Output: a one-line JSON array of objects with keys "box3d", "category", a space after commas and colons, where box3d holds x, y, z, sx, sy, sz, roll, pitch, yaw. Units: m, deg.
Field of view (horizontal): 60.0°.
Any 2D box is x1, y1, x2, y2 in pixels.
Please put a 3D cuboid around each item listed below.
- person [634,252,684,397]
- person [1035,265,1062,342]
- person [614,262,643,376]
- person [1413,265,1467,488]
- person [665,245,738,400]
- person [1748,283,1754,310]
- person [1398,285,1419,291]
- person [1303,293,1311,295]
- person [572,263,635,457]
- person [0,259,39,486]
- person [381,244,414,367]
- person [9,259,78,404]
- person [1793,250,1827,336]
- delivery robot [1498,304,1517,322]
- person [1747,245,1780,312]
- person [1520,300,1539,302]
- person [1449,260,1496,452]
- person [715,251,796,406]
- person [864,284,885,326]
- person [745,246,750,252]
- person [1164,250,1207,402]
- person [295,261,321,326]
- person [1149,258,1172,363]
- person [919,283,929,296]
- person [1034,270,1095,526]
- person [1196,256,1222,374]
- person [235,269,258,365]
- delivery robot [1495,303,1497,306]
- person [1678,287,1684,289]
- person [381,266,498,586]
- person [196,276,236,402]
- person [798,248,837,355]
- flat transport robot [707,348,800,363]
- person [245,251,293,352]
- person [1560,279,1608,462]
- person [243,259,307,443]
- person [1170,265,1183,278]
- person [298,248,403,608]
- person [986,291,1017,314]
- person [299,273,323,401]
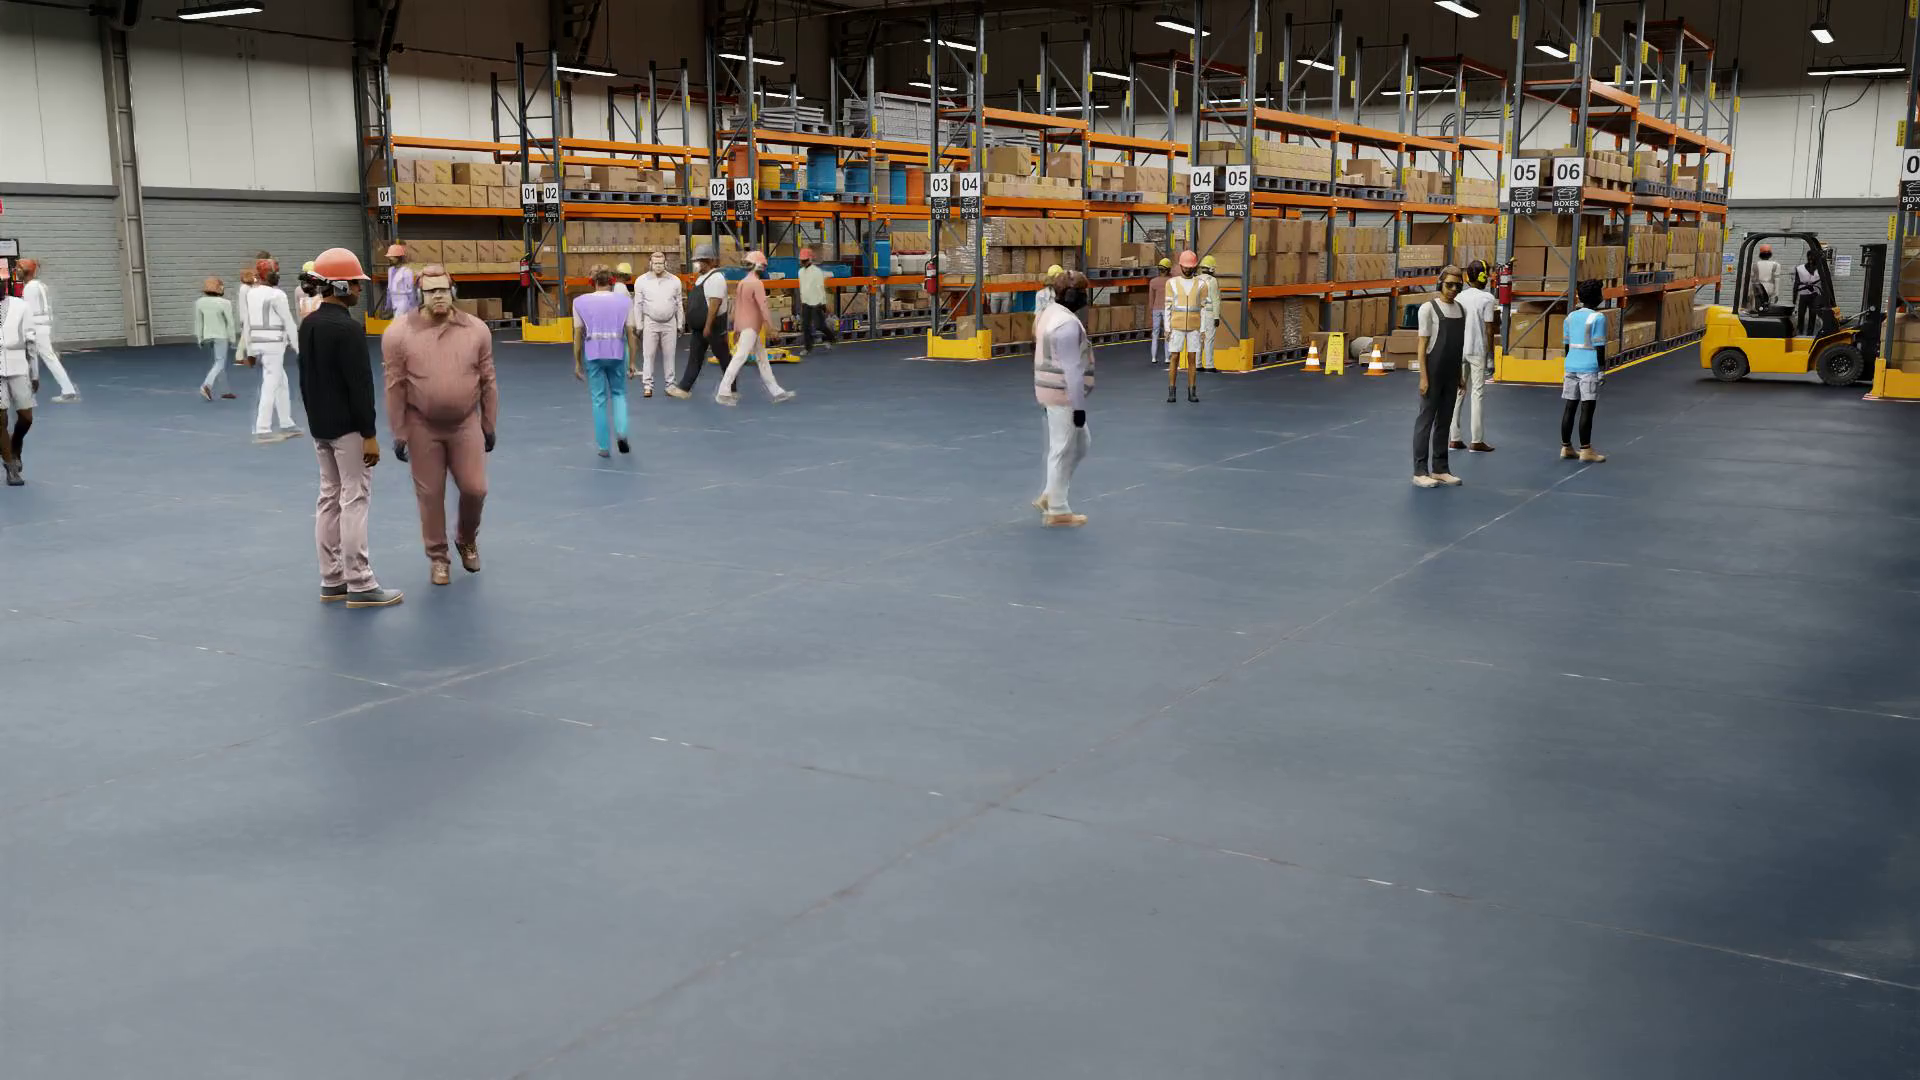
[{"box3d": [-3.958, -2.831, 21.930, 0.651, 1.904, 0.401, -4, 11, -19], "category": "person"}, {"box3d": [1.221, -2.690, 21.589, 0.492, 1.742, 0.323, 1, 10, 7], "category": "person"}, {"box3d": [-5.219, -3.358, 25.331, 0.741, 1.740, 0.528, -4, 11, -22], "category": "person"}, {"box3d": [4.017, -1.358, 13.861, 0.506, 1.841, 0.346, -6, 12, -29], "category": "person"}, {"box3d": [-3.310, -2.787, 21.300, 0.978, 2.000, 0.702, -6, 12, -29], "category": "person"}, {"box3d": [17.825, -5.420, 37.280, 0.543, 1.605, 0.736, -5, 11, -25], "category": "person"}, {"box3d": [10.751, -6.074, 40.083, 0.610, 1.901, 0.603, 7, 12, 35], "category": "person"}, {"box3d": [9.201, -6.659, 44.108, 0.309, 1.641, 0.515, 5, 11, 24], "category": "person"}, {"box3d": [-3.369, -1.693, 15.754, 0.560, 1.832, 0.445, -4, 11, -20], "category": "person"}, {"box3d": [-8.074, -1.426, 14.012, 0.548, 1.919, 0.607, -9, 14, -42], "category": "person"}, {"box3d": [-9.149, -3.864, 27.428, 0.897, 2.020, 0.627, -10, 14, -43], "category": "person"}, {"box3d": [-11.734, -2.629, 21.017, 0.974, 1.829, 0.596, -4, 11, -23], "category": "person"}, {"box3d": [17.454, -4.999, 34.156, 0.609, 1.875, 0.905, 5, 11, 28], "category": "person"}, {"box3d": [13.114, -5.489, 40.334, 0.707, 0.478, 0.477, -1, 10, -8], "category": "delivery robot"}, {"box3d": [17.152, -5.300, 35.520, 0.620, 2.008, 0.967, 3, 11, 18], "category": "person"}, {"box3d": [13.205, -5.794, 38.499, 0.548, 1.903, 0.582, -6, 12, -29], "category": "person"}, {"box3d": [4.988, -1.789, 16.211, 0.335, 1.865, 0.521, -8, 13, -37], "category": "person"}, {"box3d": [-2.609, -2.646, 20.864, 1.095, 1.932, 0.640, -4, 11, -23], "category": "person"}, {"box3d": [-2.016, -5.967, 39.694, 0.594, 1.832, 0.403, 8, 13, 38], "category": "person"}, {"box3d": [-5.413, -6.494, 42.338, 0.603, 1.950, 0.534, 10, 14, 44], "category": "person"}, {"box3d": [2.877, -2.716, 21.204, 0.543, 1.934, 0.362, 0, 10, 0], "category": "person"}, {"box3d": [-8.996, -2.987, 23.181, 0.523, 1.772, 0.302, 3, 11, 16], "category": "person"}, {"box3d": [3.444, -3.864, 28.102, 0.529, 1.768, 0.312, 6, 12, 32], "category": "person"}, {"box3d": [-1.067, -8.269, 53.339, 0.508, 1.575, 0.881, -2, 10, -13], "category": "person"}, {"box3d": [0.759, -0.996, 11.862, 0.451, 1.829, 0.656, -1, 10, -7], "category": "person"}, {"box3d": [3.847, -3.497, 25.867, 0.403, 1.830, 0.591, -6, 12, -30], "category": "person"}, {"box3d": [-11.698, -3.693, 27.608, 0.839, 1.582, 0.524, -1, 10, -3], "category": "person"}, {"box3d": [13.133, -5.591, 40.904, 0.477, 0.478, 0.707, -3, 11, -18], "category": "delivery robot"}, {"box3d": [16.940, -5.928, 39.511, 0.959, 1.816, 0.530, 5, 11, 26], "category": "person"}, {"box3d": [-3.062, -0.670, 9.873, 0.653, 1.897, 0.422, -5, 11, -24], "category": "person"}, {"box3d": [-9.578, -2.577, 21.348, 0.509, 1.608, 0.761, 2, 10, 13], "category": "person"}, {"box3d": [-2.623, -4.345, 30.315, 0.621, 1.953, 0.788, 8, 13, 38], "category": "person"}, {"box3d": [-3.488, -3.108, 28.055, 1.431, 0.197, 0.652, -6, 12, -30], "category": "flat transport robot"}, {"box3d": [-12.951, -4.447, 31.048, 0.657, 1.880, 1.051, 10, 14, 43], "category": "person"}, {"box3d": [5.807, -1.570, 15.450, 0.319, 1.696, 0.532, -3, 11, -18], "category": "person"}, {"box3d": [-6.988, -1.940, 17.083, 0.593, 1.856, 0.814, 7, 12, 35], "category": "person"}, {"box3d": [4.428, -4.656, 32.312, 0.667, 1.850, 1.007, 9, 13, 40], "category": "person"}, {"box3d": [-3.428, -0.617, 9.275, 0.622, 1.994, 0.381, 9, 13, 41], "category": "person"}, {"box3d": [0.816, -4.809, 32.940, 0.629, 1.934, 0.362, 1, 10, 4], "category": "person"}, {"box3d": [-8.340, -2.667, 21.712, 0.527, 1.653, 0.864, 3, 11, 16], "category": "person"}]
